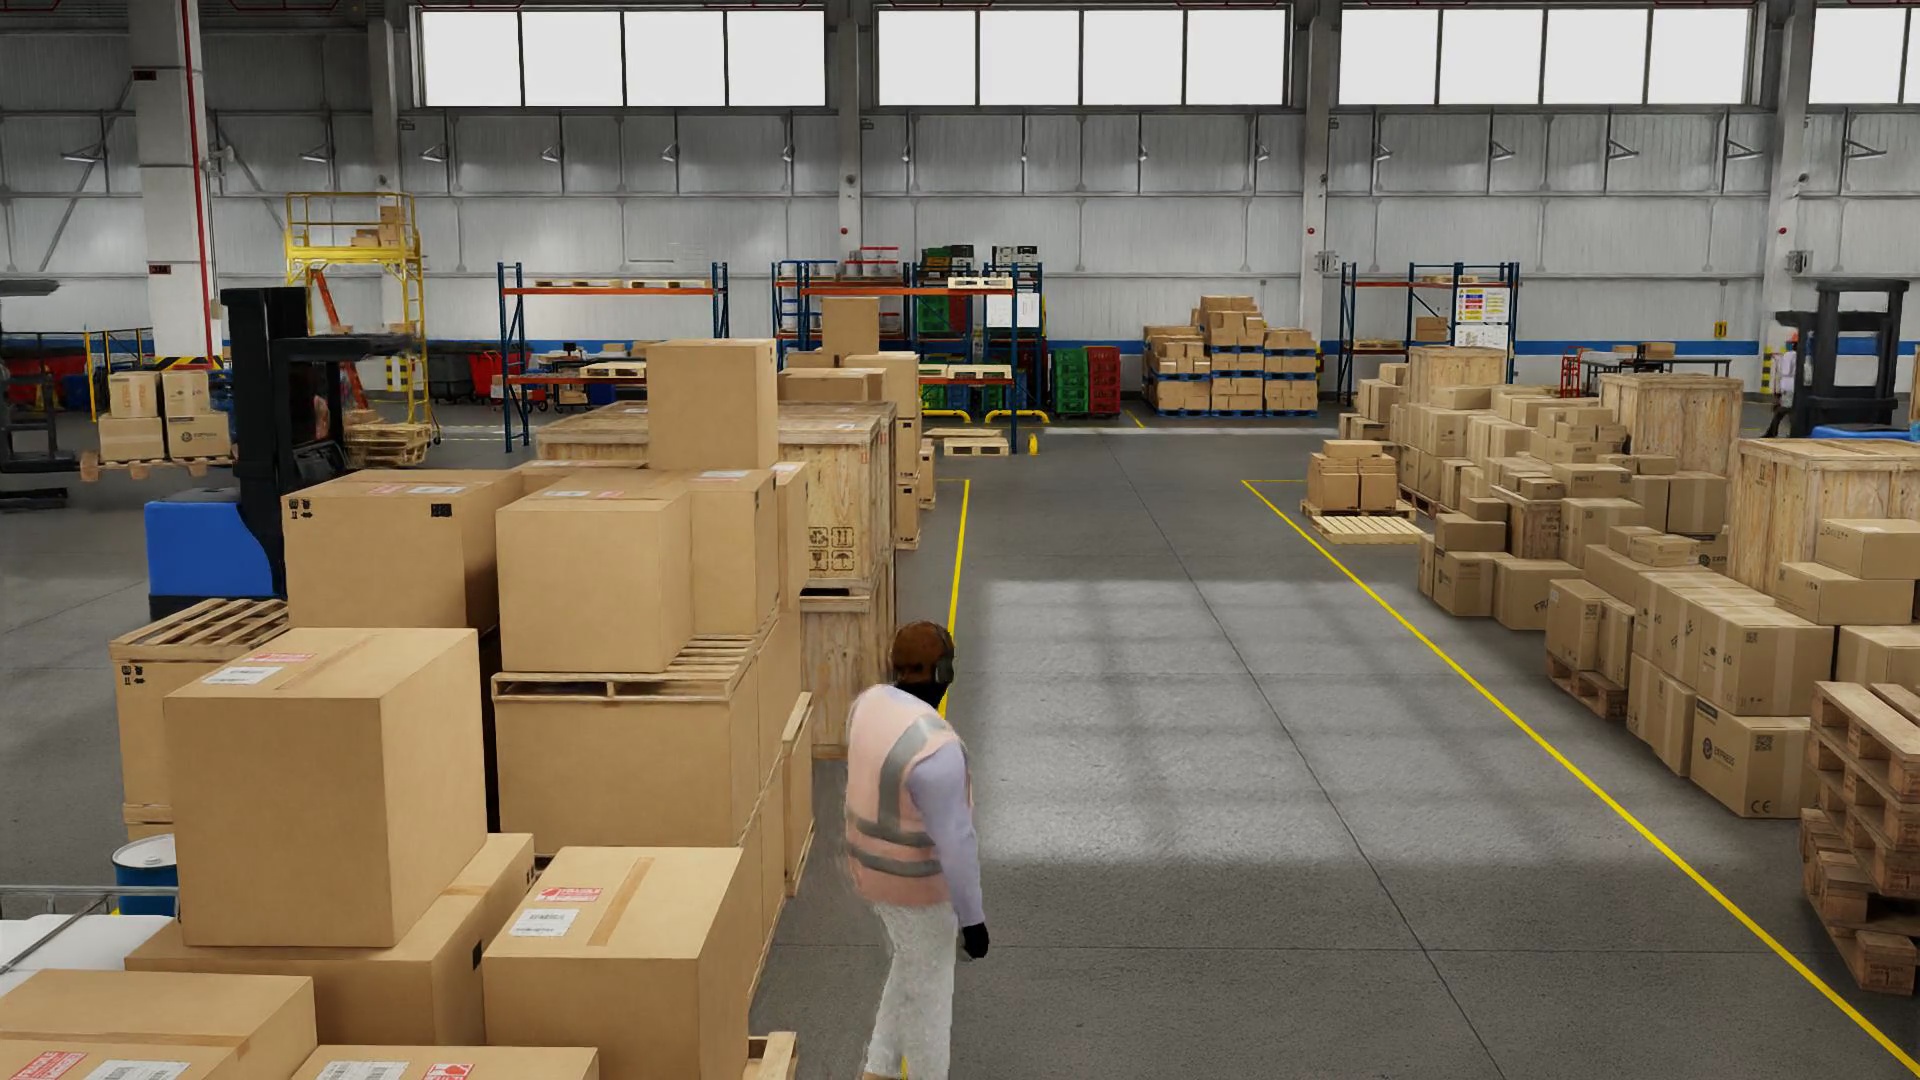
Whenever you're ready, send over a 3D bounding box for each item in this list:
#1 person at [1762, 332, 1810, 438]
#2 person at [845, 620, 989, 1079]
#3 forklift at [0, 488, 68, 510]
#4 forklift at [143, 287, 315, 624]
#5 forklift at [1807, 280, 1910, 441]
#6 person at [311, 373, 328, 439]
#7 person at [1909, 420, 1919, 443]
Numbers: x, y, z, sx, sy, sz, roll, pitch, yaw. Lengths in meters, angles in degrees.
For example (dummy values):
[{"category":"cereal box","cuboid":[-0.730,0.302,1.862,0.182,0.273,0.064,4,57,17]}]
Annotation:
[{"category":"person","cuboid":[13.938,-2.545,27.869,1.009,1.887,0.568,0,9,-2]},{"category":"person","cuboid":[-0.154,1.183,5.699,0.429,1.824,0.705,-5,11,-26]},{"category":"forklift","cuboid":[-12.009,-1.756,20.152,1.873,2.768,1.129,-5,11,-26]},{"category":"forklift","cuboid":[-5.734,-0.714,13.915,1.873,2.768,1.129,0,9,1]},{"category":"forklift","cuboid":[10.700,-1.716,19.914,1.129,2.768,1.873,0,9,1]},{"category":"person","cuboid":[-7.905,-1.232,20.631,0.546,1.657,0.790,5,11,27]},{"category":"person","cuboid":[10.462,-0.756,17.833,0.539,1.661,0.860,-3,10,-16]}]
